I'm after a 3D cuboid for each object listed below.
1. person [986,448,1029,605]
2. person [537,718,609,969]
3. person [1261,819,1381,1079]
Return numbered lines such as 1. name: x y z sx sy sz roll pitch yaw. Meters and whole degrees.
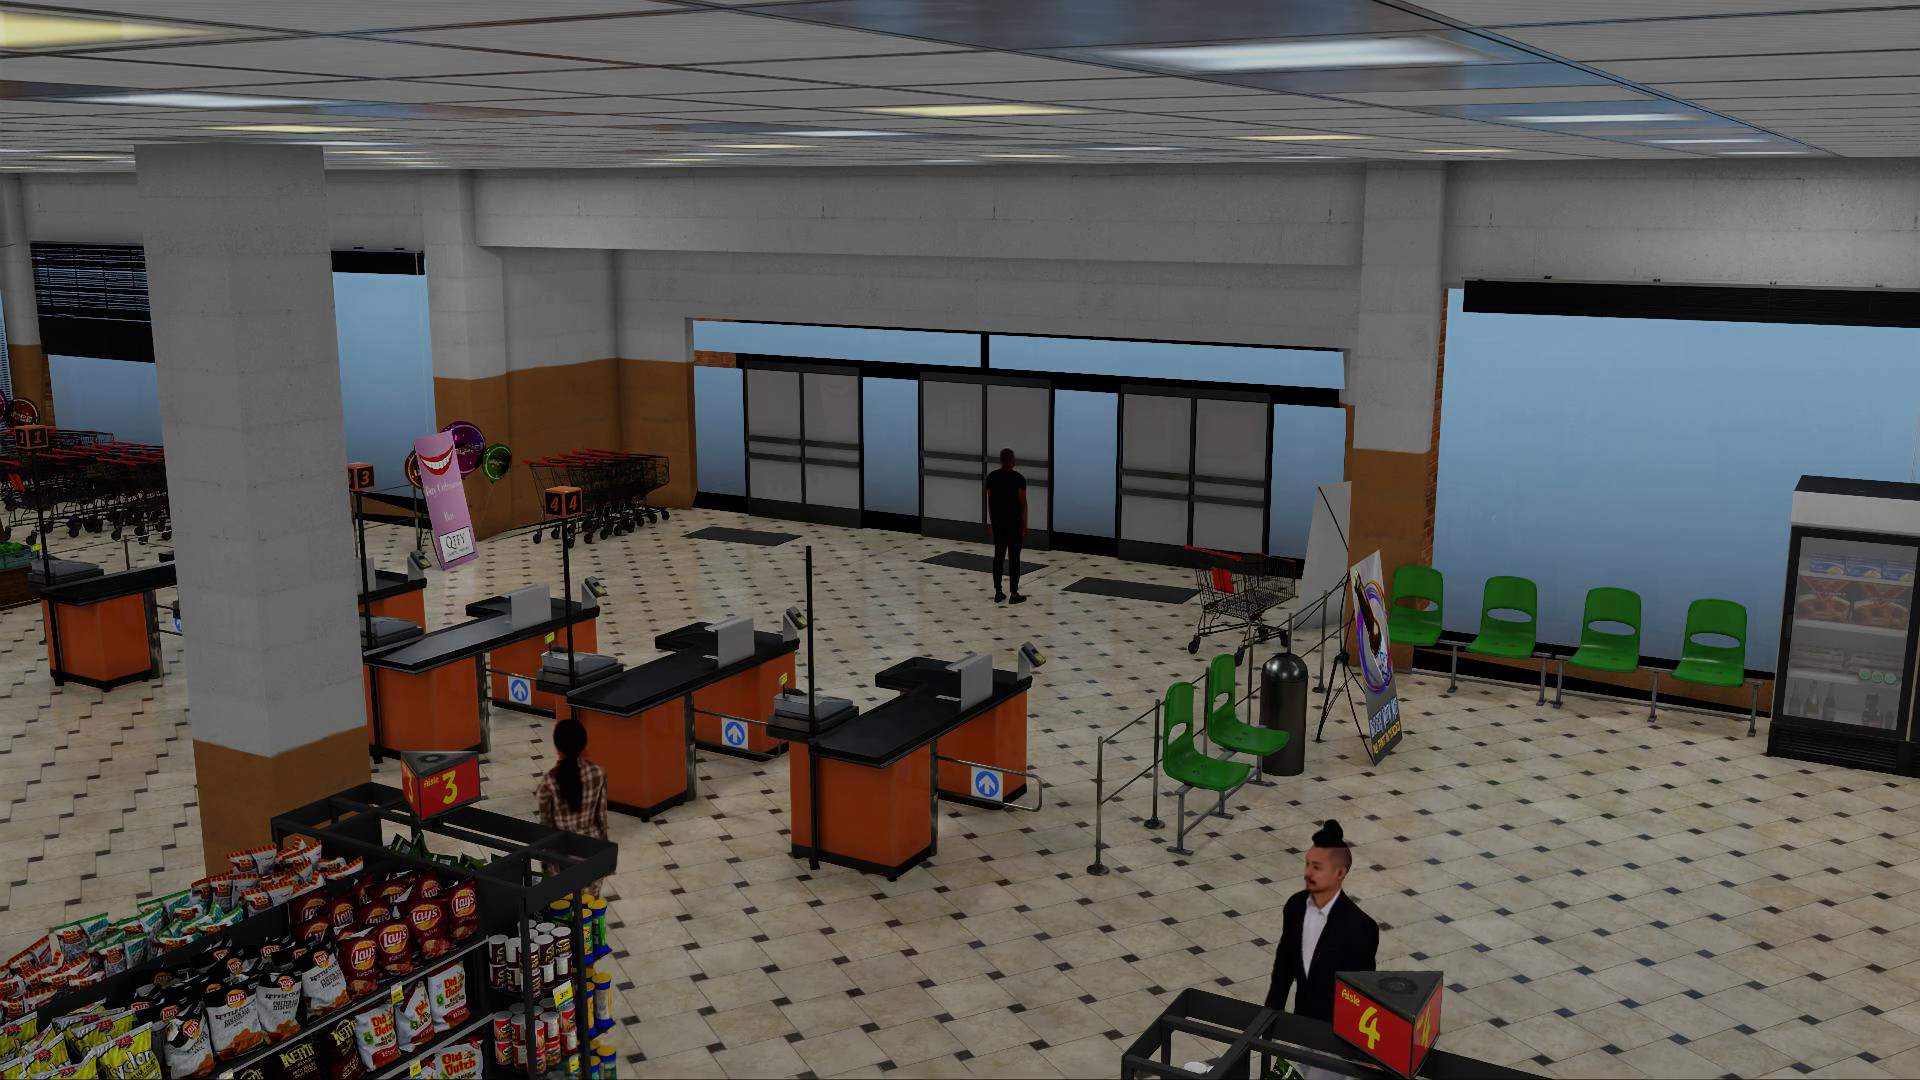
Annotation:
1. person: 0.550 -0.172 19.350 0.656 1.820 0.541 7 14 29
2. person: -2.177 1.911 9.542 0.780 1.786 0.811 -7 14 -29
3. person: 1.774 2.222 7.699 0.895 1.936 0.873 -6 13 -27
